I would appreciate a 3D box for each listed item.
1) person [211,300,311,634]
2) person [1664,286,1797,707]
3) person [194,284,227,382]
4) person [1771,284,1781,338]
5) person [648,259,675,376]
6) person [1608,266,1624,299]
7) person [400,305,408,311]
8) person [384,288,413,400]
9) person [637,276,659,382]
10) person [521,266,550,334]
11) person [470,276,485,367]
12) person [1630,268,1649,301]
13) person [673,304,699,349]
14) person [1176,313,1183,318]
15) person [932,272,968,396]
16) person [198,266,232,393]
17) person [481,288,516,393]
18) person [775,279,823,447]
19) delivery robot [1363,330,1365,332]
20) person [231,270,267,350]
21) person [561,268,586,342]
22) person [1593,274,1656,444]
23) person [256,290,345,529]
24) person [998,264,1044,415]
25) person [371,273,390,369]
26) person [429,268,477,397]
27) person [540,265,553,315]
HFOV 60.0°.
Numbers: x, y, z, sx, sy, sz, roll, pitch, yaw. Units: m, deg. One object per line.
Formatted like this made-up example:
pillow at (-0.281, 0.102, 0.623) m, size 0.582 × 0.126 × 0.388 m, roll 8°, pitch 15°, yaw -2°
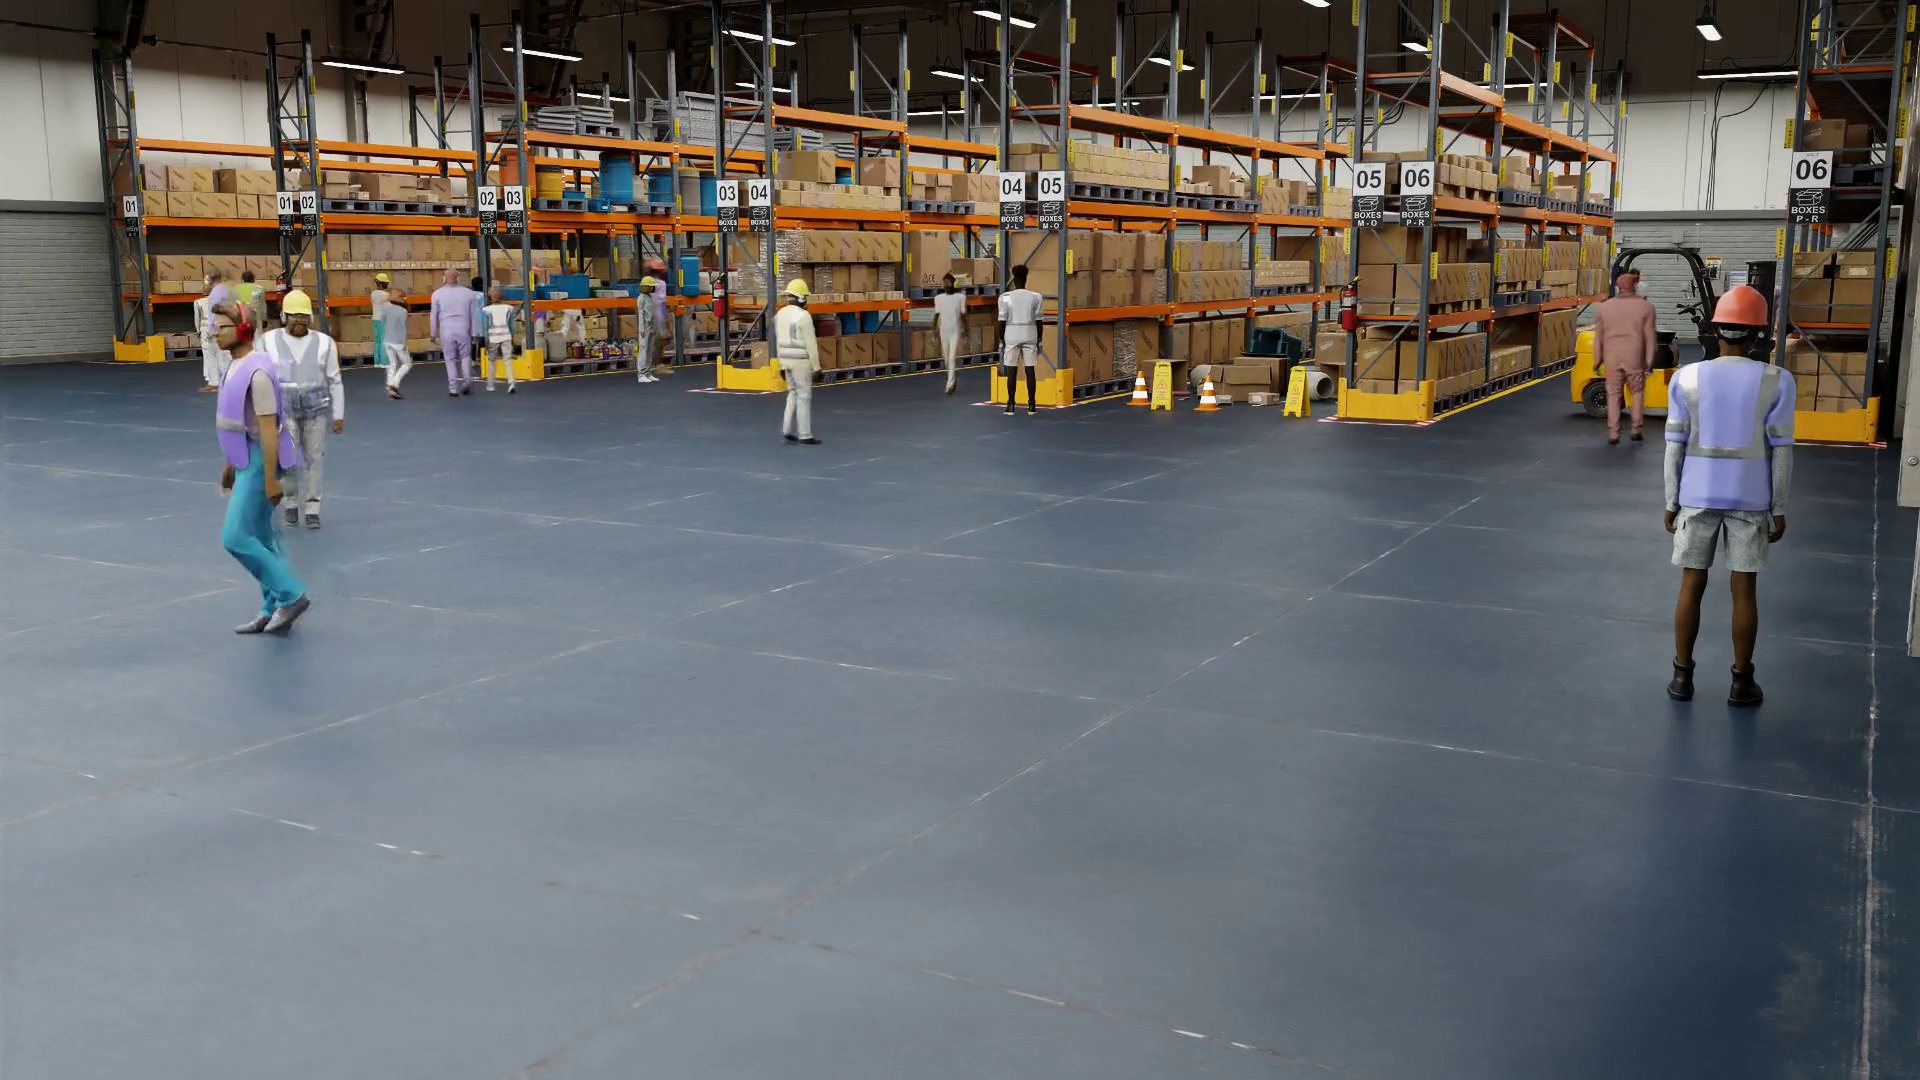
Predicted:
person at (-3.855, -0.381, 9.058) m, size 0.440 × 1.835 × 0.560 m, roll -6°, pitch 11°, yaw -32°
person at (3.535, -0.195, 7.685) m, size 0.545 × 1.938 × 0.361 m, roll 6°, pitch 11°, yaw 30°
person at (-12.386, -3.439, 27.548) m, size 0.517 × 1.641 × 0.308 m, roll -3°, pitch 10°, yaw -16°
person at (13.903, -3.789, 28.796) m, size 0.591 × 1.919 × 0.402 m, roll 4°, pitch 11°, yaw 24°
person at (-5.269, -3.834, 28.729) m, size 0.621 × 2.029 × 0.641 m, roll -7°, pitch 12°, yaw -36°
person at (13.955, -4.874, 35.316) m, size 0.961 × 1.858 × 0.602 m, roll 7°, pitch 12°, yaw 34°
person at (-11.468, -4.676, 34.202) m, size 0.549 × 1.837 × 0.498 m, roll 5°, pitch 11°, yaw 28°
person at (-8.138, -2.825, 24.033) m, size 0.508 × 1.614 × 0.374 m, roll 6°, pitch 12°, yaw 33°
person at (-5.153, -3.482, 27.495) m, size 0.323 × 1.742 × 0.492 m, roll 3°, pitch 10°, yaw 15°
person at (-7.981, -4.222, 31.390) m, size 0.565 × 1.907 × 0.792 m, roll 1°, pitch 10°, yaw 8°
person at (-8.961, -4.052, 30.971) m, size 0.530 × 1.695 × 0.321 m, roll 7°, pitch 12°, yaw 34°
person at (14.011, -4.727, 34.515) m, size 0.527 × 1.842 × 0.656 m, roll 3°, pitch 10°, yaw 16°
person at (-5.727, -4.807, 35.028) m, size 0.661 × 1.815 × 0.784 m, roll 5°, pitch 11°, yaw 27°
person at (5.174, -5.730, 40.141) m, size 0.435 × 1.916 × 0.551 m, roll 6°, pitch 11°, yaw 30°
person at (-0.133, -3.111, 25.063) m, size 0.536 × 1.841 × 0.886 m, roll 3°, pitch 10°, yaw 15°
person at (-11.194, -3.123, 24.911) m, size 0.743 × 1.916 × 0.632 m, roll -4°, pitch 11°, yaw -23°
person at (-6.984, -3.024, 25.245) m, size 0.513 × 1.596 × 0.858 m, roll -5°, pitch 11°, yaw -29°
person at (-1.757, -1.917, 18.081) m, size 0.404 × 1.830 × 0.612 m, roll -7°, pitch 12°, yaw -37°
delivery robot at (8.974, -4.662, 37.604) m, size 0.707 × 0.478 × 0.477 m, roll 0°, pitch 10°, yaw -2°
person at (-13.170, -4.074, 30.761) m, size 0.630 × 1.815 × 0.674 m, roll 0°, pitch 10°, yaw 2°
person at (-8.151, -4.793, 34.921) m, size 0.571 × 1.844 × 0.989 m, roll 5°, pitch 11°, yaw 28°
person at (7.358, -2.001, 18.457) m, size 0.659 × 1.878 × 0.566 m, roll 5°, pitch 11°, yaw 26°
person at (-4.993, -0.979, 12.614) m, size 0.631 × 1.814 × 0.438 m, roll -5°, pitch 11°, yaw -26°
person at (0.791, -2.611, 21.740) m, size 0.606 × 1.966 × 0.367 m, roll -1°, pitch 10°, yaw -6°
person at (-10.648, -4.032, 30.679) m, size 0.519 × 1.757 × 0.338 m, roll 7°, pitch 12°, yaw 36°
person at (-7.540, -3.076, 24.683) m, size 0.665 × 1.888 × 0.628 m, roll -5°, pitch 11°, yaw -29°
person at (-10.219, -5.812, 40.790) m, size 0.619 × 1.857 × 0.754 m, roll 3°, pitch 10°, yaw 18°
